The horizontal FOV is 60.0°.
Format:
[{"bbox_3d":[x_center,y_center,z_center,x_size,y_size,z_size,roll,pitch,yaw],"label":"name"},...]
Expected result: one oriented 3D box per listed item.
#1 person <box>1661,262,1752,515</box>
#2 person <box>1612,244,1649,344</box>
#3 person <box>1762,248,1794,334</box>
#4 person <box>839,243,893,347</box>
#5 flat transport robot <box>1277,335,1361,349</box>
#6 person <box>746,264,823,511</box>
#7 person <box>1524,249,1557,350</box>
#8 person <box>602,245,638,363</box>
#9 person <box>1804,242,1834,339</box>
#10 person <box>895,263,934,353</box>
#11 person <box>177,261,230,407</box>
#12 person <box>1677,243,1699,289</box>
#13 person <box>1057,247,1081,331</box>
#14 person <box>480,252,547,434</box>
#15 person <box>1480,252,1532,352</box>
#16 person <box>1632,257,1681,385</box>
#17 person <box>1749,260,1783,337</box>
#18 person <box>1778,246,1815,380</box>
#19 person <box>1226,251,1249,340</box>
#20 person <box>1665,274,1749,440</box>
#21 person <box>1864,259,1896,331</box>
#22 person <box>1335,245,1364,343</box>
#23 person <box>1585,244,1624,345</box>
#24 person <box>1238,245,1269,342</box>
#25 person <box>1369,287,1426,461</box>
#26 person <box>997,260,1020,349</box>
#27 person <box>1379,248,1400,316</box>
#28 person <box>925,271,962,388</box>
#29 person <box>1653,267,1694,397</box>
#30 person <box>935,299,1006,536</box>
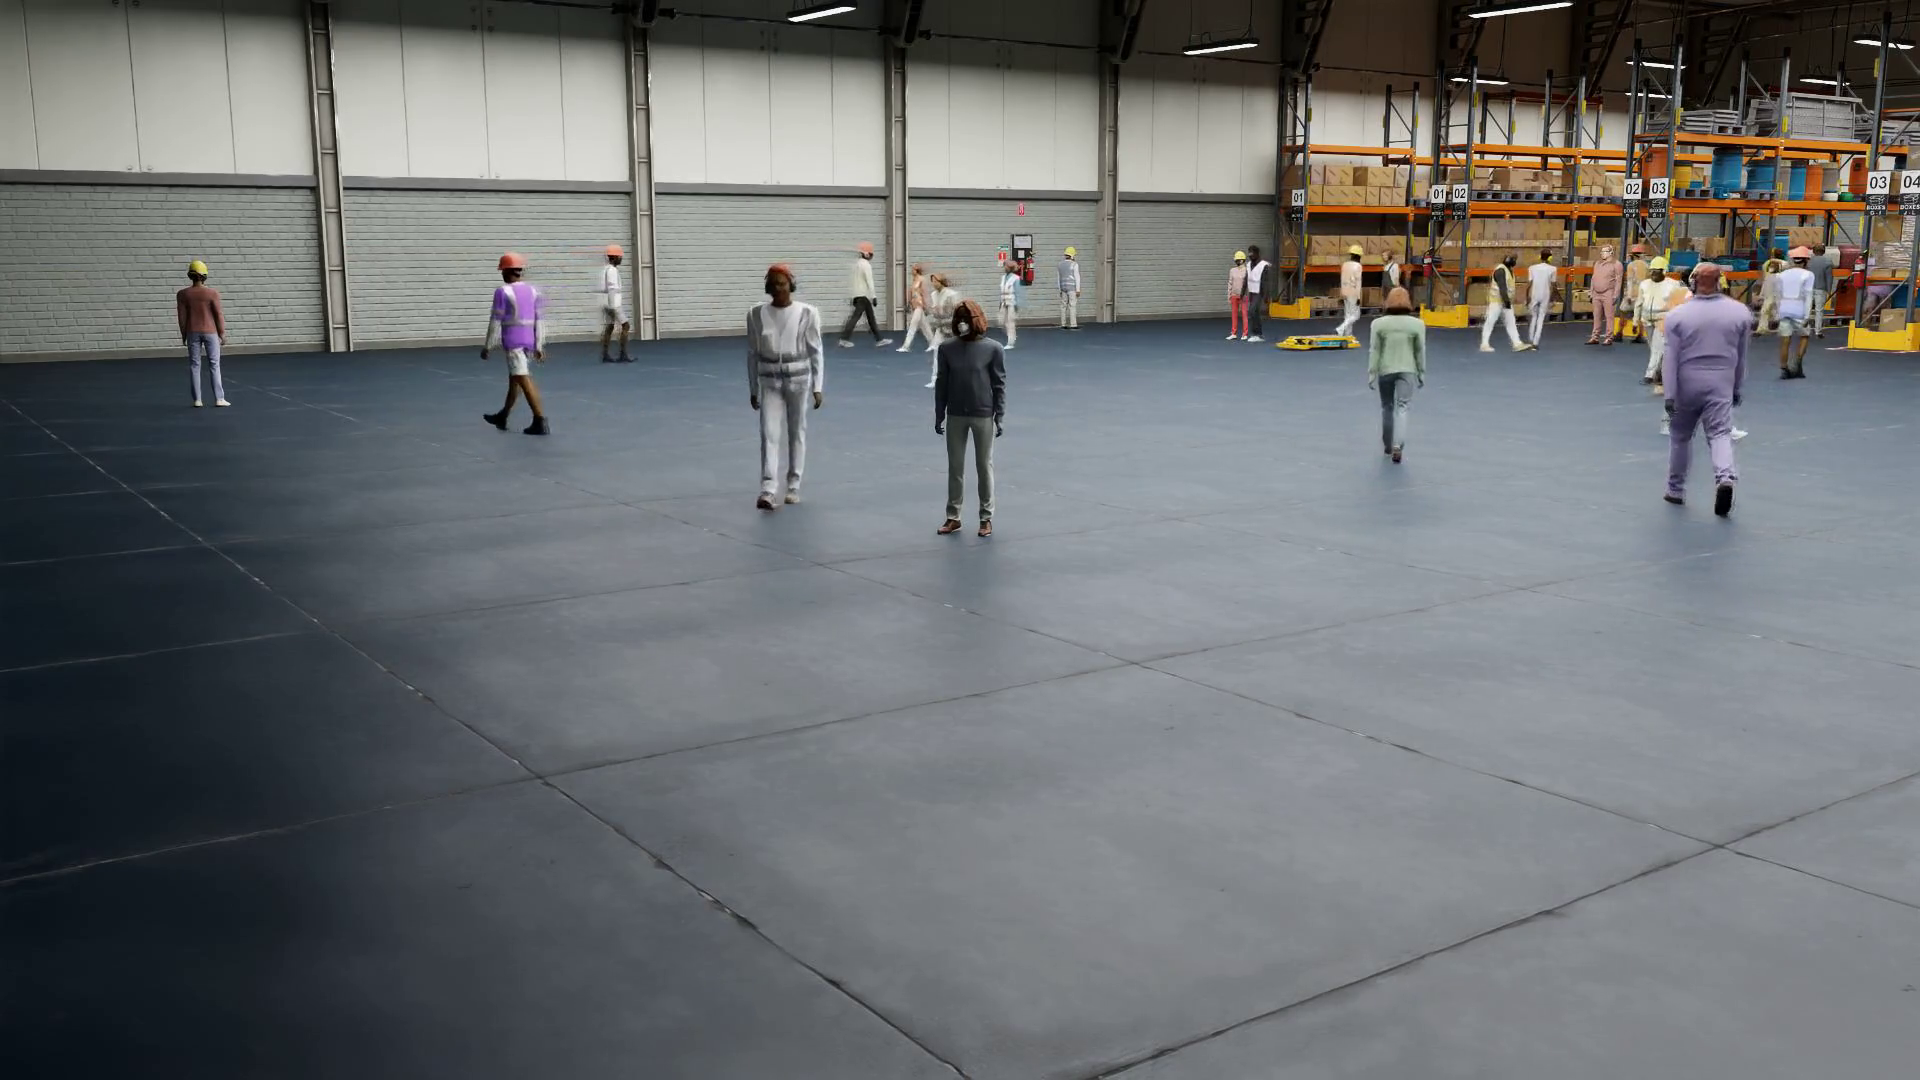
[{"bbox_3d":[5.601,-1.148,12.515,0.636,1.878,0.905,2,11,11],"label":"person"},{"bbox_3d":[13.033,-4.776,32.303,0.548,1.900,0.862,-4,11,-21],"label":"person"},{"bbox_3d":[17.328,-5.253,35.171,0.848,1.811,0.654,-6,12,-30],"label":"person"},{"bbox_3d":[-1.803,-4.580,31.168,1.085,1.937,0.632,-4,11,-20],"label":"person"},{"bbox_3d":[6.610,-3.647,30.602,1.431,0.197,0.652,-5,12,-26],"label":"flat transport robot"},{"bbox_3d":[-1.334,-1.144,12.553,0.599,1.840,0.935,0,10,2],"label":"person"},{"bbox_3d":[10.653,-4.404,30.463,0.525,1.833,0.759,7,12,34],"label":"person"},{"bbox_3d":[-5.551,-3.838,27.131,0.713,1.911,0.587,-4,11,-19],"label":"person"},{"bbox_3d":[17.278,-5.024,33.579,0.636,1.939,0.364,9,14,42],"label":"person"},{"bbox_3d":[-0.758,-4.142,29.701,0.875,1.592,0.536,-5,11,-26],"label":"person"},{"bbox_3d":[-9.159,-2.482,20.116,0.524,1.769,0.314,-1,10,-6],"label":"person"},{"bbox_3d":[17.864,-6.387,41.195,0.750,1.900,0.444,8,13,37],"label":"person"},{"bbox_3d":[2.421,-5.532,36.652,0.588,1.835,0.403,10,14,42],"label":"person"},{"bbox_3d":[-4.701,-2.061,17.469,1.009,1.881,0.564,6,12,28],"label":"person"},{"bbox_3d":[9.774,-4.237,29.675,0.955,1.778,0.638,9,14,41],"label":"person"},{"bbox_3d":[9.824,-3.090,23.414,0.925,1.791,0.608,-9,14,-40],"label":"person"},{"bbox_3d":[16.749,-4.969,34.208,0.807,1.592,0.521,1,10,5],"label":"person"},{"bbox_3d":[12.076,-3.272,24.035,0.498,1.914,0.537,-8,13,-37],"label":"person"},{"bbox_3d":[5.594,-4.887,33.305,0.535,1.767,0.315,8,13,38],"label":"person"},{"bbox_3d":[7.629,-1.875,16.968,0.502,1.689,0.896,-6,12,-29],"label":"person"},{"bbox_3d":[18.479,-5.011,33.420,0.624,1.979,1.104,9,13,39],"label":"person"},{"bbox_3d":[7.492,-4.718,31.988,0.547,1.907,0.606,-5,11,-24],"label":"person"},{"bbox_3d":[12.264,-4.660,31.676,0.410,1.909,0.643,-7,12,-32],"label":"person"},{"bbox_3d":[5.742,-4.824,32.627,0.640,1.886,0.587,-5,11,-24],"label":"person"},{"bbox_3d":[4.043,-1.539,15.400,0.504,1.605,0.764,3,11,17],"label":"person"},{"bbox_3d":[0.895,-4.312,30.506,0.365,1.626,0.534,-8,13,-36],"label":"person"},{"bbox_3d":[8.591,-4.923,33.342,0.549,1.820,0.549,-2,11,-13],"label":"person"},{"bbox_3d":[-0.095,-2.901,22.892,0.848,1.595,0.536,-10,14,-43],"label":"person"},{"bbox_3d":[9.284,-2.666,21.379,0.728,1.654,0.550,-3,11,-14],"label":"person"},{"bbox_3d":[0.067,-0.839,11.472,0.507,1.631,0.266,3,11,18],"label":"person"}]
